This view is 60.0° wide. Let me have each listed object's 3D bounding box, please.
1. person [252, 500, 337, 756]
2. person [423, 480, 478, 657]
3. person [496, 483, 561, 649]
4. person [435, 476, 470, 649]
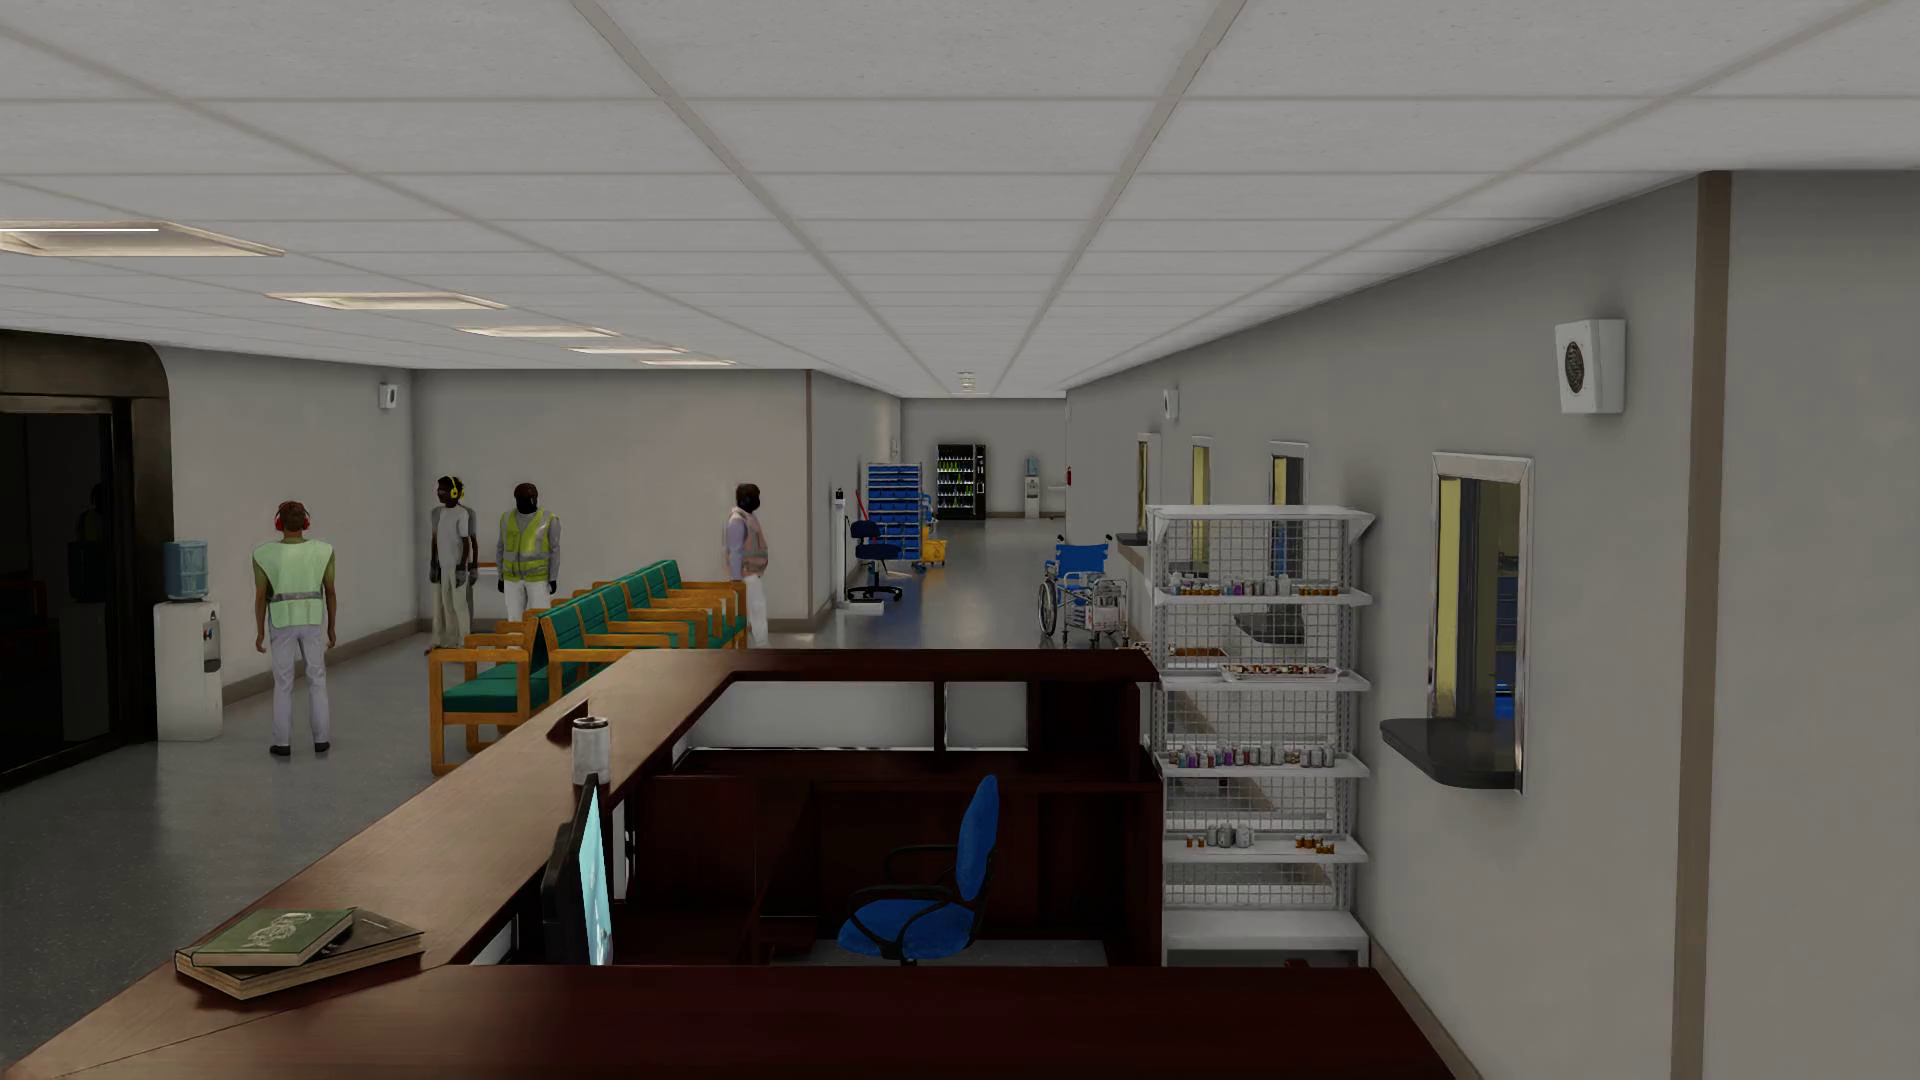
[{"bbox_3d":[-4.810,0.638,12.052,0.565,1.850,0.390,-2,5,-31],"label":"person"},{"bbox_3d":[-5.203,0.288,16.959,0.566,1.846,0.723,0,4,3],"label":"person"},{"bbox_3d":[-4.158,0.366,15.975,0.621,1.837,0.429,0,4,6],"label":"person"},{"bbox_3d":[-5.163,0.285,16.848,0.513,1.872,0.328,4,6,43],"label":"person"}]
